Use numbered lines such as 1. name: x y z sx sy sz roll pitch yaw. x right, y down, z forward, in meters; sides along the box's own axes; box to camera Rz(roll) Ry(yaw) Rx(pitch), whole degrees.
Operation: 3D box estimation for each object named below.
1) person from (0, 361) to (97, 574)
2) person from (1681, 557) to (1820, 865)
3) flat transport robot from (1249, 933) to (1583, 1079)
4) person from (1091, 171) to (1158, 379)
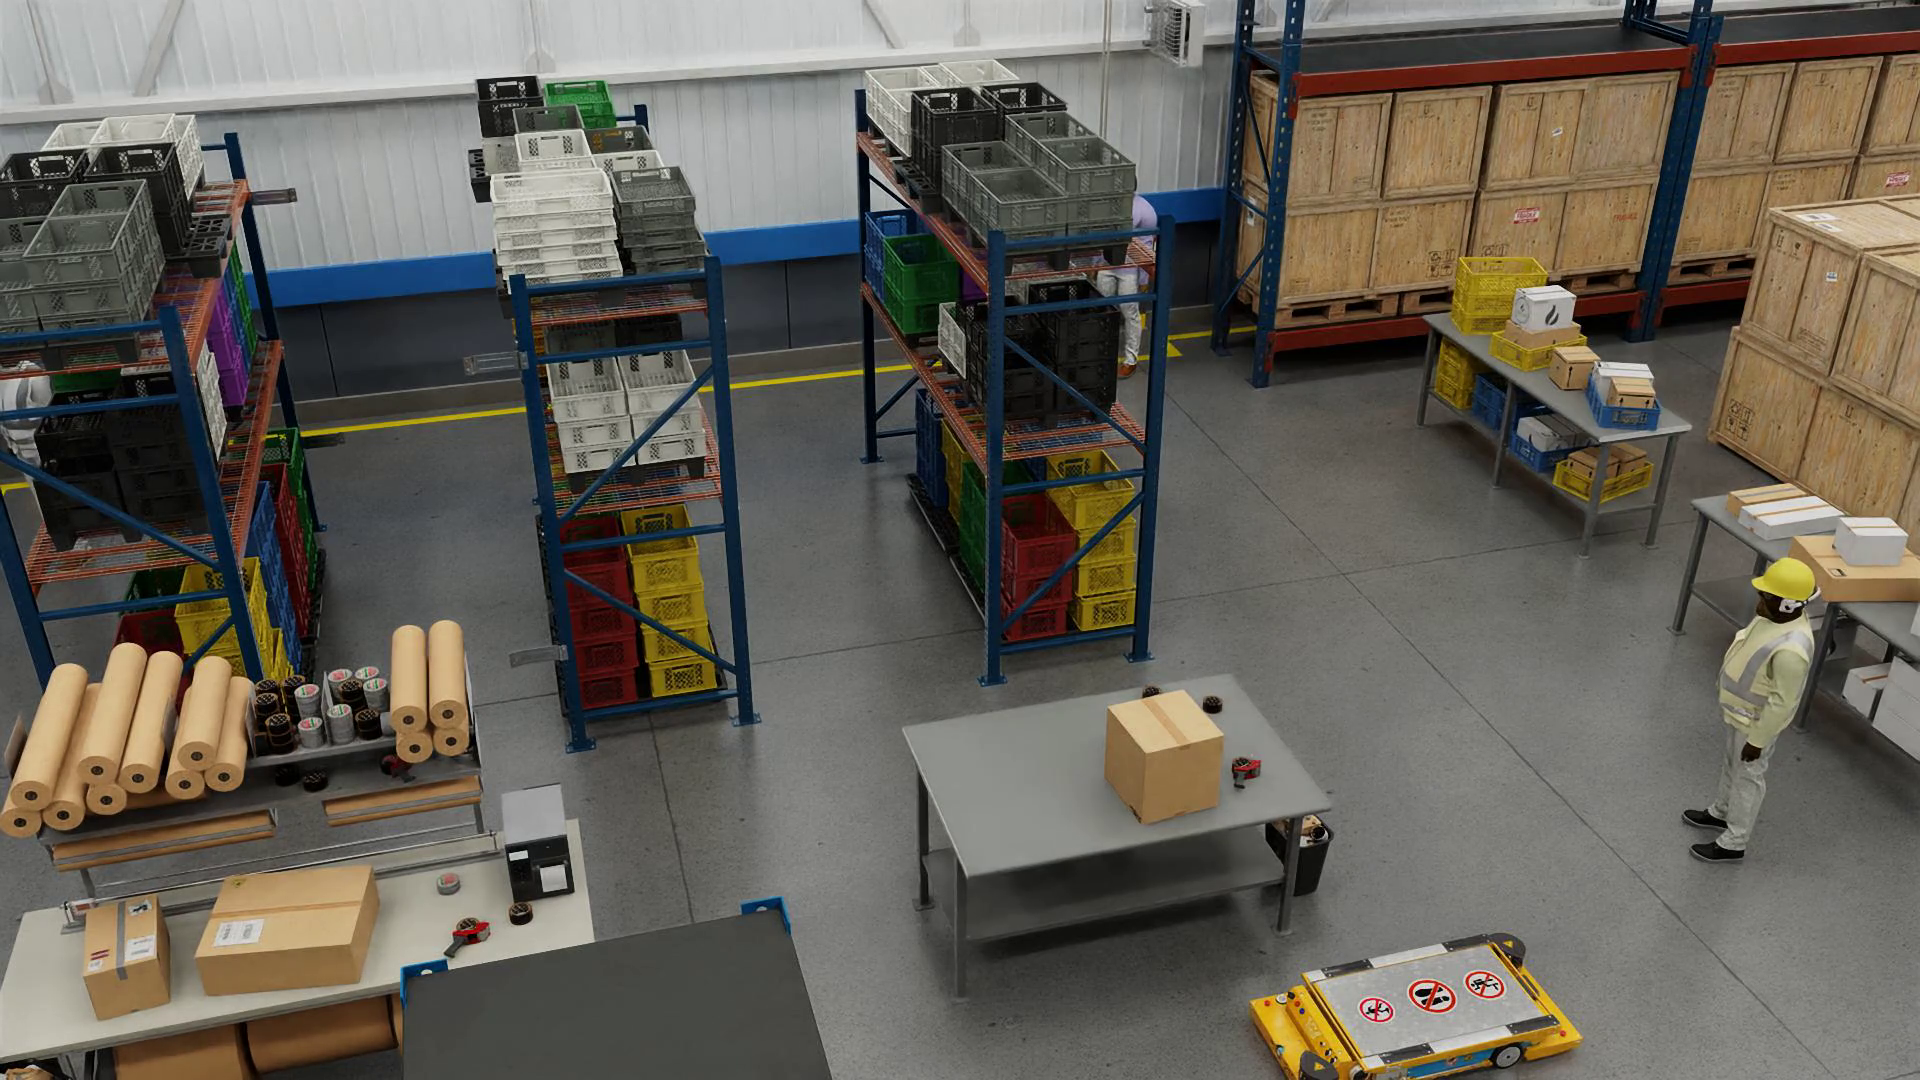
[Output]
1. person: -6.487 -0.651 11.654 0.572 1.885 0.356 15 32 26
2. person: 4.231 0.905 8.876 0.404 1.833 0.590 7 30 13
3. flat transport robot: 2.184 2.282 7.980 1.431 0.197 0.652 -8 30 -14
4. person: 1.434 -2.391 14.777 0.625 1.933 0.374 22 36 35
